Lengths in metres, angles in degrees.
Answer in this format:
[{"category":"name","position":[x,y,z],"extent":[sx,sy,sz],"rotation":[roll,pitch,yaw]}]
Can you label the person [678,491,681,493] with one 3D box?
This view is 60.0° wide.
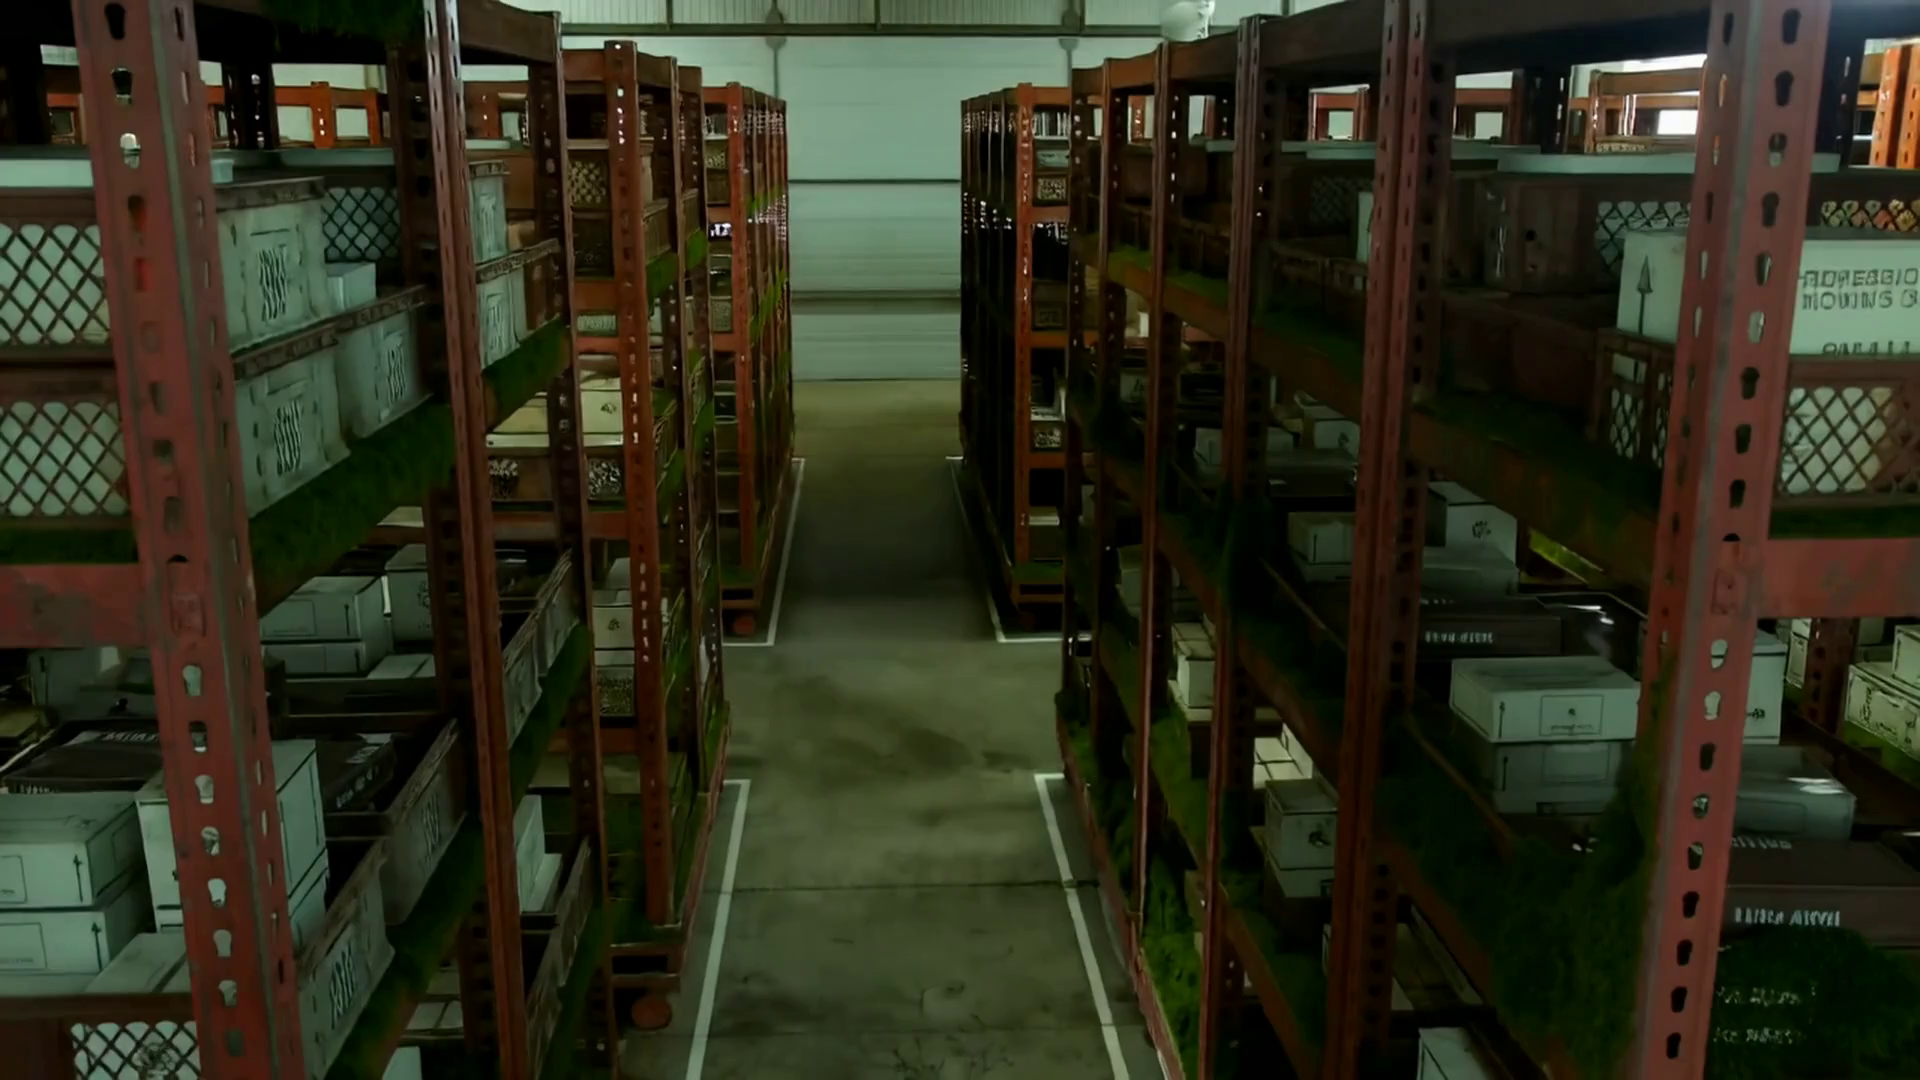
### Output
[{"category":"person","position":[-1.913,-0.020,9.823],"extent":[0.630,1.949,1.048],"rotation":[-11,18,-38]}]
